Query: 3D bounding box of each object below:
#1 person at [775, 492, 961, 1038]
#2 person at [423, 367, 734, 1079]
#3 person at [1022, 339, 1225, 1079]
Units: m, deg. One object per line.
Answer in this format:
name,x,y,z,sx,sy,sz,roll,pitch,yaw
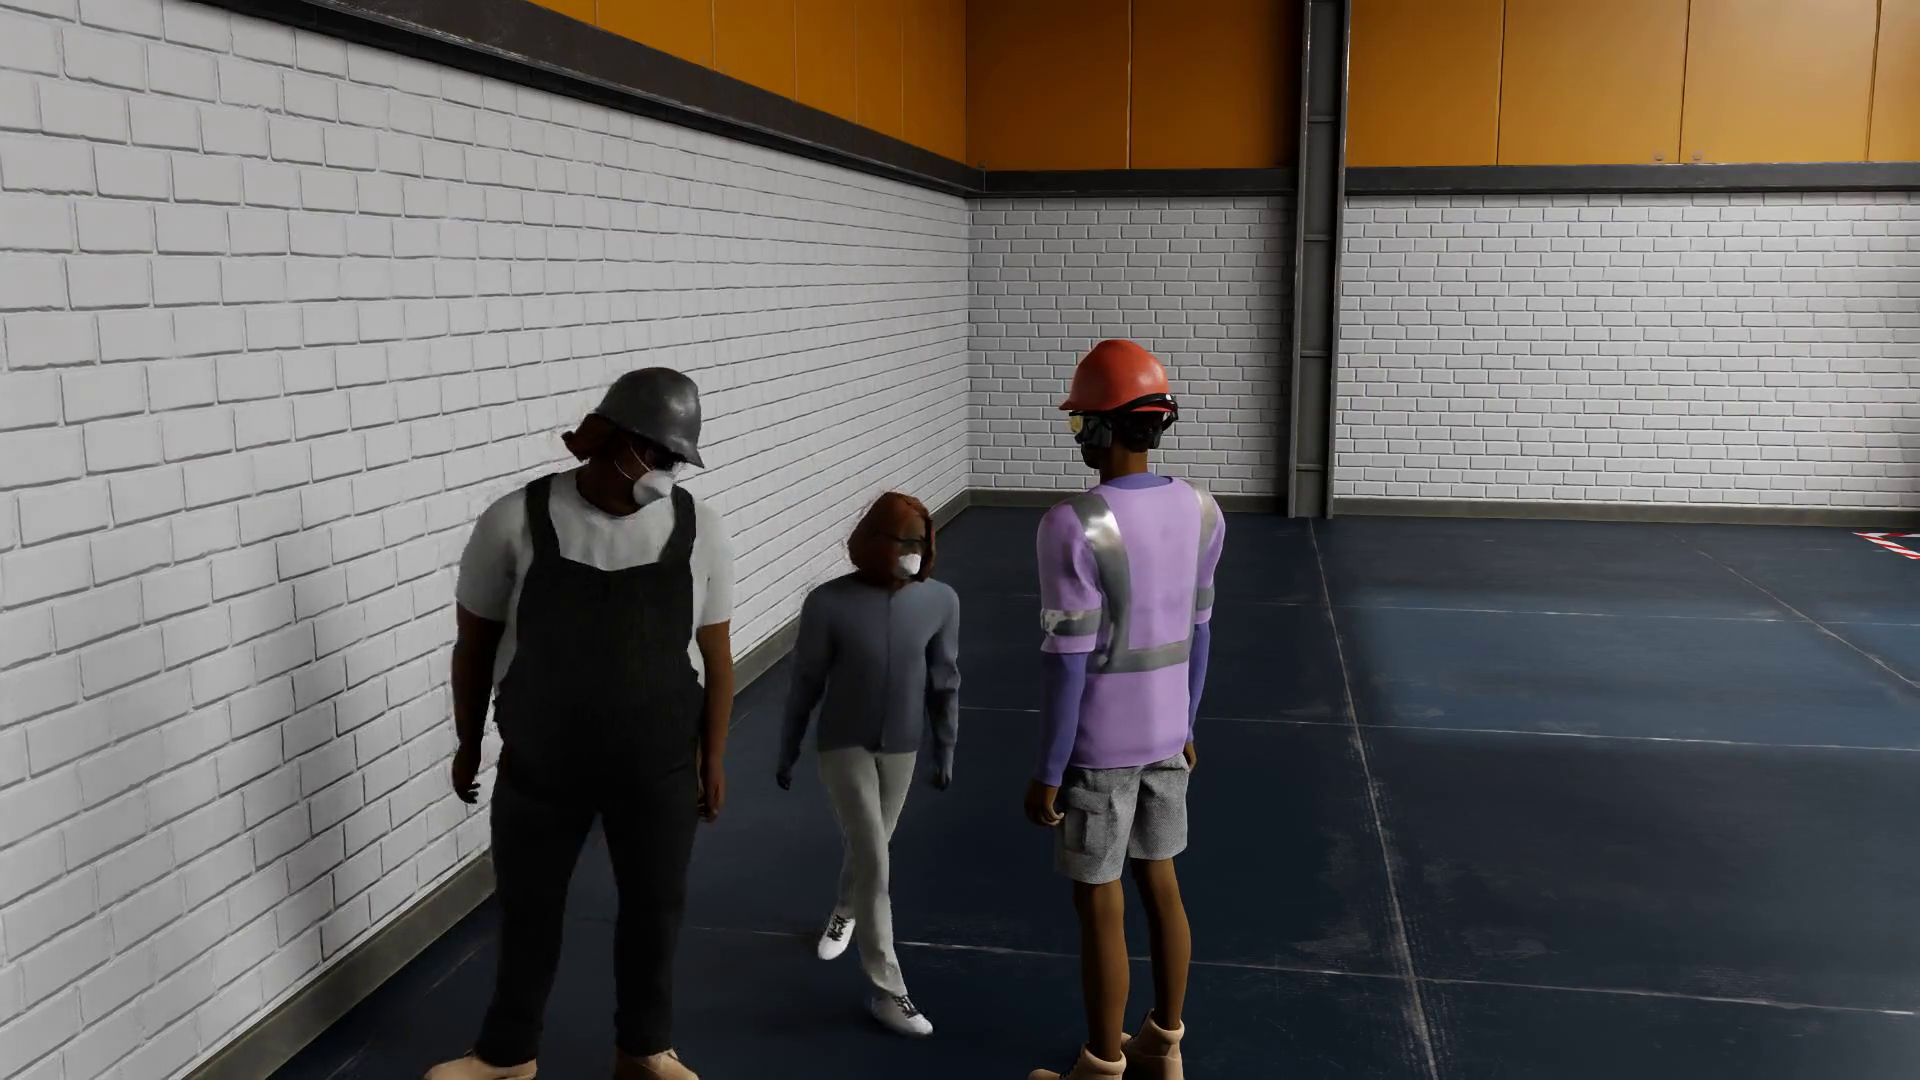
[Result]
person,-0.293,0.619,5.071,0.538,1.582,0.811,-5,10,-27
person,-0.995,0.516,4.285,0.856,2.000,0.547,-2,9,-13
person,0.401,0.507,4.333,0.607,2.044,0.375,-8,12,-42
